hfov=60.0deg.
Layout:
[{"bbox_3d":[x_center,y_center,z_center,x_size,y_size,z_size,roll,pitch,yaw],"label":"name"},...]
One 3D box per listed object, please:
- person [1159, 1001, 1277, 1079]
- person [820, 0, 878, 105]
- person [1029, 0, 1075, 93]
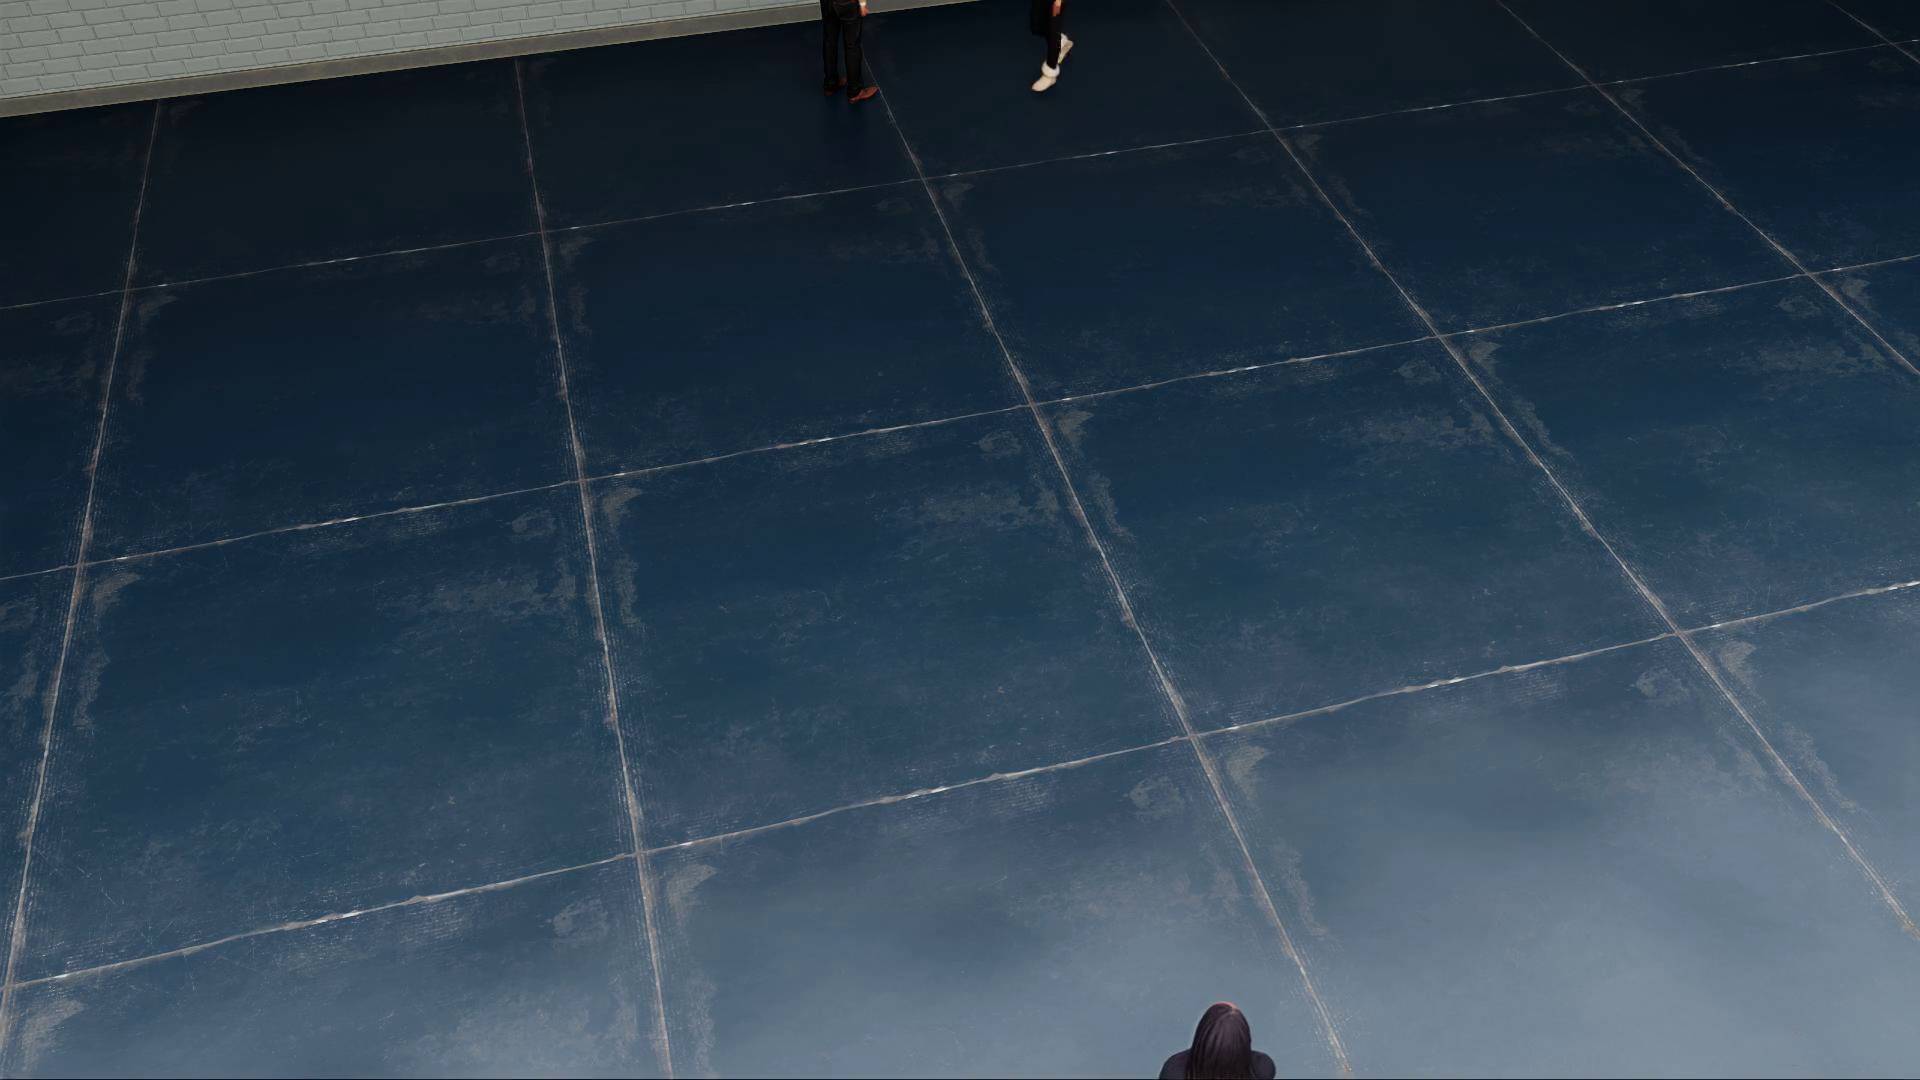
[{"bbox_3d":[0.951,2.312,6.444,0.634,1.729,0.625,-5,43,-6],"label":"person"},{"bbox_3d":[-0.985,-4.478,13.698,0.730,1.753,0.806,25,48,24],"label":"person"},{"bbox_3d":[0.829,-4.584,13.890,0.810,1.646,0.809,-27,49,-26],"label":"person"}]
